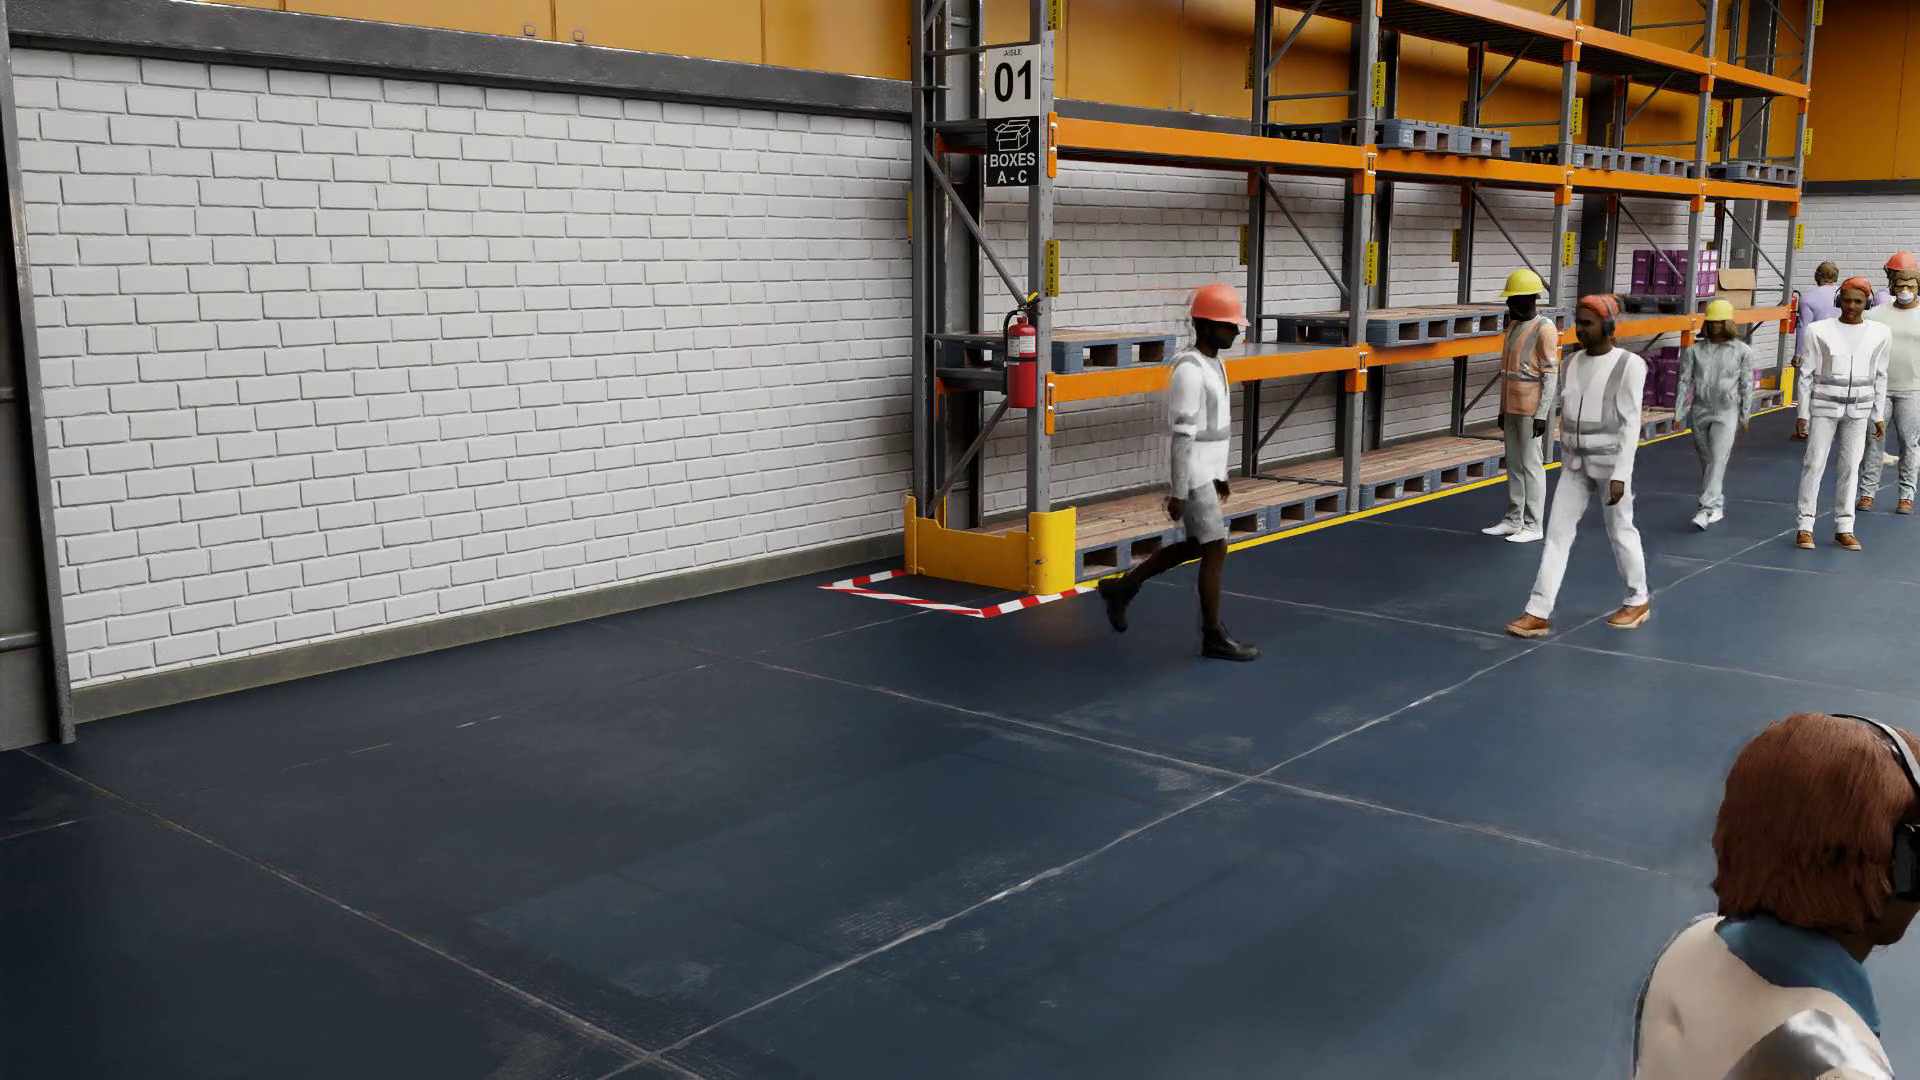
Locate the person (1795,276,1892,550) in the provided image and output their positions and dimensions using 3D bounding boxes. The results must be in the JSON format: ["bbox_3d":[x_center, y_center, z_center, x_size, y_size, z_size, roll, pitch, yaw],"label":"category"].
[{"bbox_3d":[6.066,-0.867,11.458,0.572,1.886,0.353,2,10,11],"label":"person"}]

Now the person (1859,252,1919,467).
[{"bbox_3d":[8.903,-1.726,15.921,0.394,2.038,0.605,9,14,43],"label":"person"}]

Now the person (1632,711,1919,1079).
[{"bbox_3d":[0.781,0.971,1.763,0.454,1.606,0.534,1,10,5],"label":"person"}]

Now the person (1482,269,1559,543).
[{"bbox_3d":[3.973,-0.942,11.772,0.377,1.922,0.594,-2,10,-10],"label":"person"}]

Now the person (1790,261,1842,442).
[{"bbox_3d":[9.214,-2.007,17.797,0.636,1.938,0.355,-1,10,-7],"label":"person"}]

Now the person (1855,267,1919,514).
[{"bbox_3d":[7.351,-1.165,13.048,0.622,1.932,0.368,8,13,39],"label":"person"}]

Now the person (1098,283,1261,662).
[{"bbox_3d":[1.107,-0.337,8.399,0.818,1.906,0.590,3,11,19],"label":"person"}]

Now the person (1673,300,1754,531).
[{"bbox_3d":[5.576,-0.930,12.354,0.499,1.686,0.916,8,13,39],"label":"person"}]

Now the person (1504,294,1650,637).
[{"bbox_3d":[3.414,-0.392,8.909,0.987,1.836,0.596,-6,11,-29],"label":"person"}]
